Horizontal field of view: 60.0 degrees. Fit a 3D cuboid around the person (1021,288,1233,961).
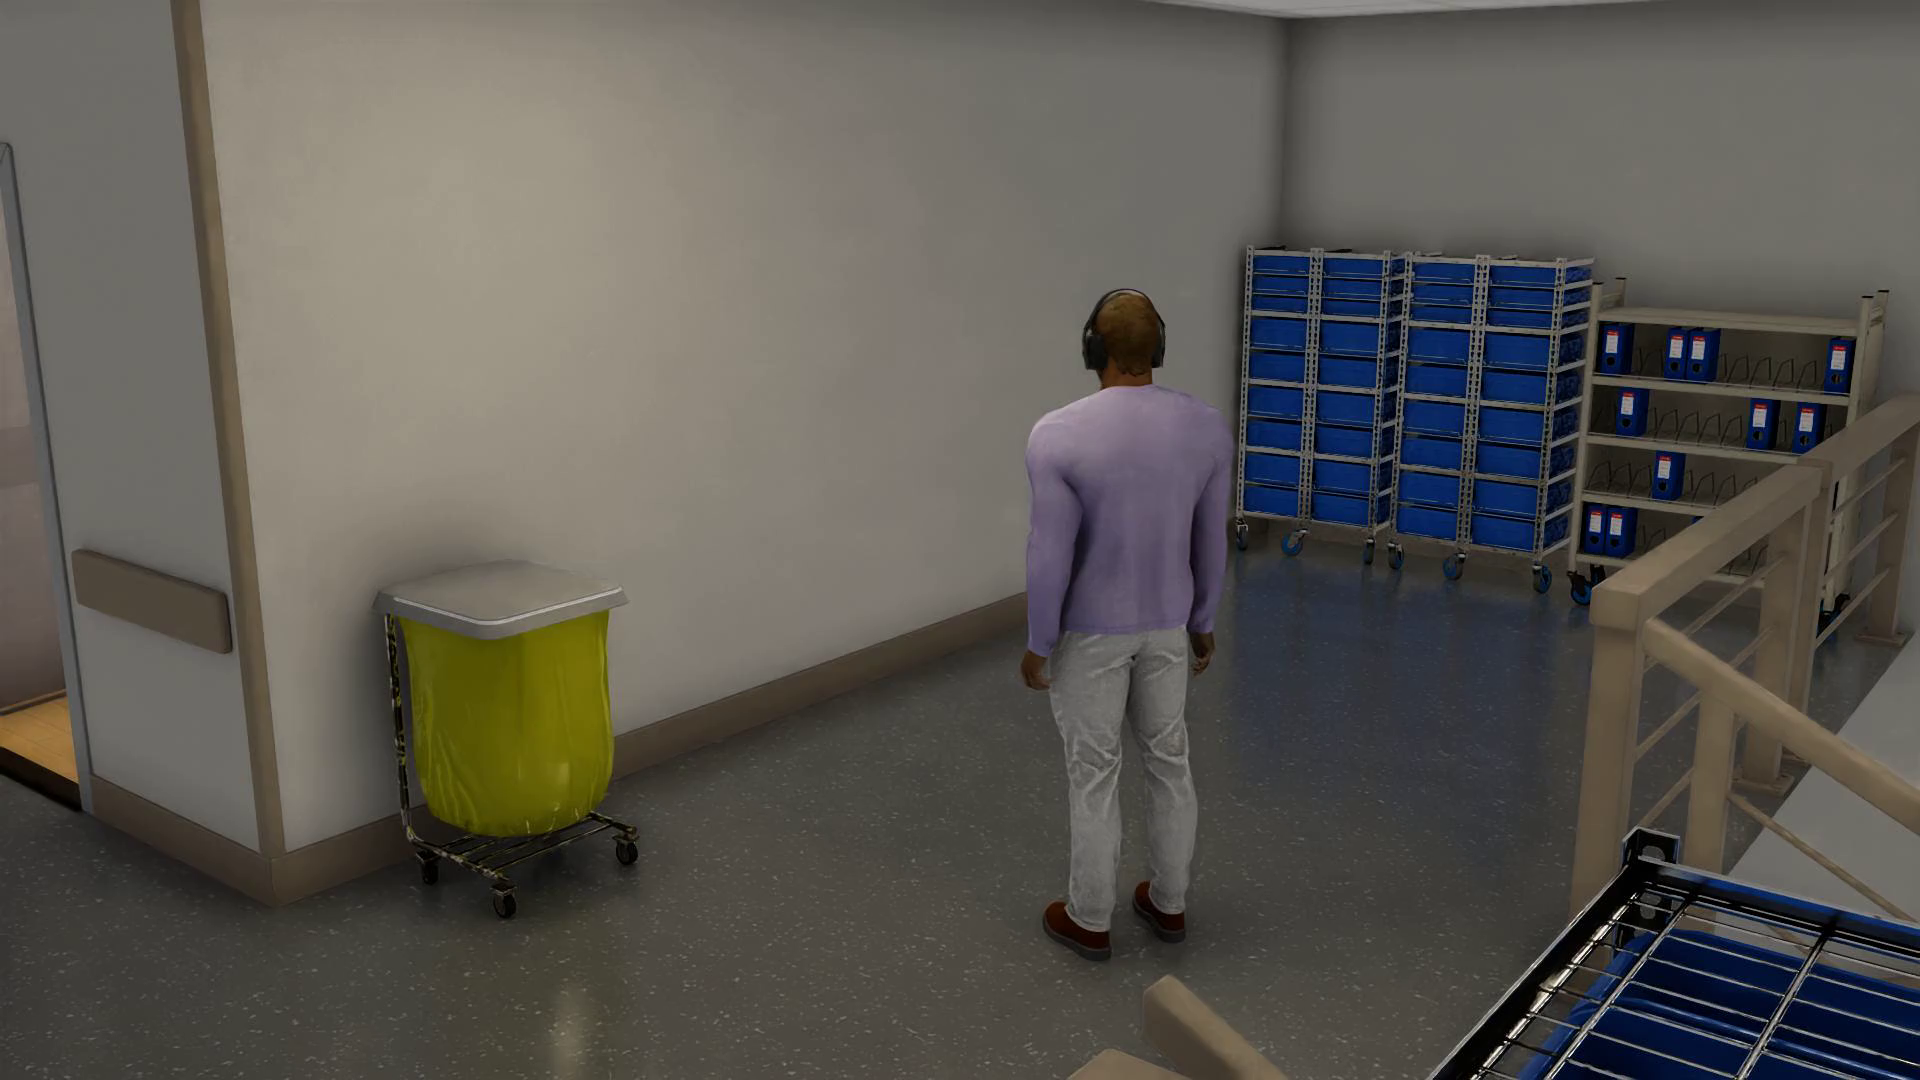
[{"bbox_3d":[0.469,0.255,4.778,0.636,1.936,0.354,-6,15,-22],"label":"person"}]
